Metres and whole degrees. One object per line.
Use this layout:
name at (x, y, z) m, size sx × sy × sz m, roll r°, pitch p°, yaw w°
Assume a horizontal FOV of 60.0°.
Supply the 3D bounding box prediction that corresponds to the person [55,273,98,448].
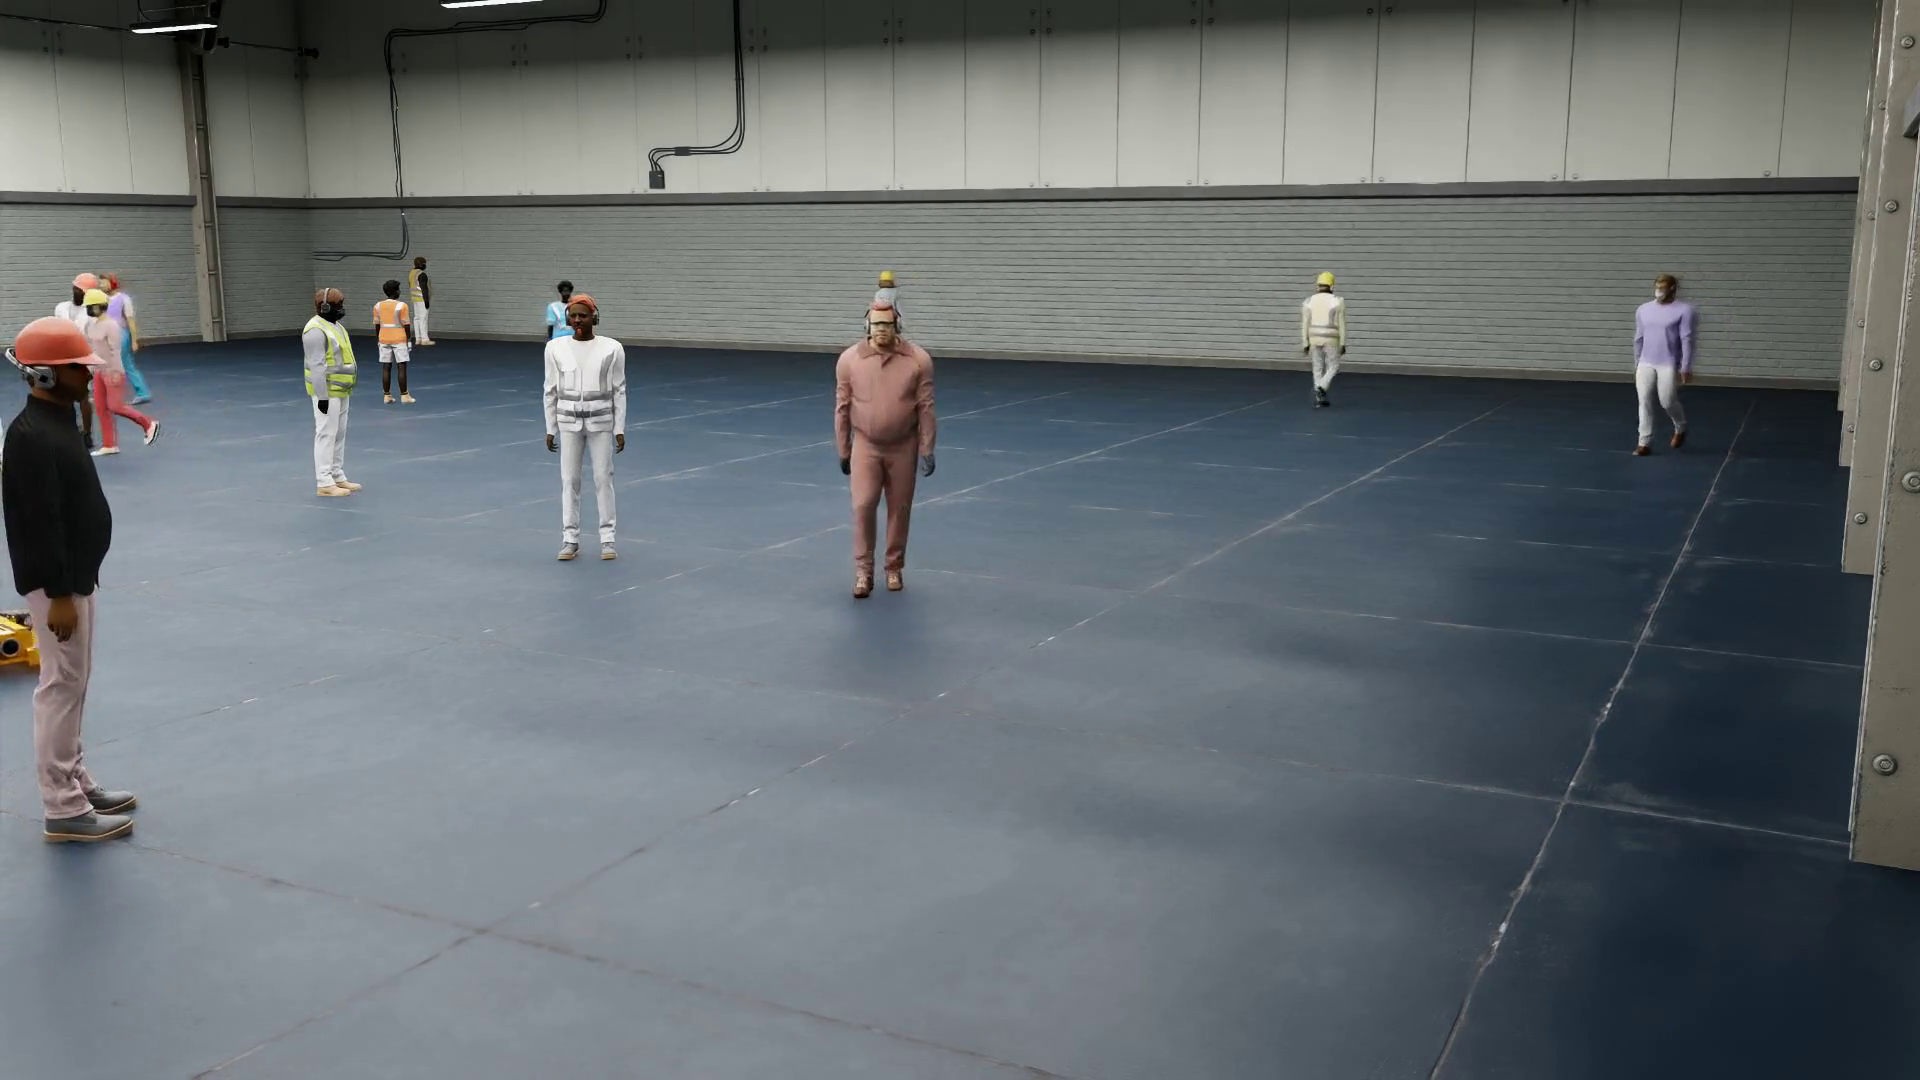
person at (-9.479, -1.908, 17.873) m, size 0.608 × 1.887 × 0.421 m, roll 1°, pitch 10°, yaw 6°

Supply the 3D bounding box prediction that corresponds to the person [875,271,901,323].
person at (-1.182, -3.634, 27.757) m, size 0.494 × 1.717 × 0.805 m, roll -8°, pitch 13°, yaw -37°

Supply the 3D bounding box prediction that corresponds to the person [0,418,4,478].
person at (-9.331, -1.450, 15.565) m, size 0.621 × 1.820 × 0.841 m, roll 9°, pitch 14°, yaw 41°

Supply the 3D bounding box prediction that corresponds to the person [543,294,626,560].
person at (-2.655, -0.792, 11.796) m, size 0.575 × 1.883 × 0.355 m, roll -1°, pitch 10°, yaw -5°

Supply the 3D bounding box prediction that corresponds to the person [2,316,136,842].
person at (-3.409, 0.147, 6.365) m, size 0.396 × 1.992 × 0.623 m, roll -4°, pitch 11°, yaw -22°

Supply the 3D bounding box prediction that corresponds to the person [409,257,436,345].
person at (-11.317, -5.024, 34.986) m, size 0.429 × 1.840 × 0.636 m, roll -9°, pitch 14°, yaw -40°

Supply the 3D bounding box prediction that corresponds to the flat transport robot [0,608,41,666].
flat transport robot at (-5.495, 0.597, 8.616) m, size 0.652 × 0.197 × 1.431 m, roll 9°, pitch 14°, yaw 41°

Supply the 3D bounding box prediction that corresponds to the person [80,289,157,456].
person at (-8.874, -1.761, 17.475) m, size 0.522 × 1.746 × 0.595 m, roll 7°, pitch 13°, yaw 34°

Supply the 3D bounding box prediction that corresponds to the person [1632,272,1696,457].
person at (7.379, -1.839, 17.420) m, size 0.779 × 1.918 × 0.633 m, roll -9°, pitch 14°, yaw -40°

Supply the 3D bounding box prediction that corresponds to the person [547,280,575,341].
person at (-5.495, -2.786, 23.227) m, size 0.537 × 1.685 × 0.567 m, roll -5°, pitch 11°, yaw -24°

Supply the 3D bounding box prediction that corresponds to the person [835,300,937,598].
person at (-0.465, -0.569, 10.589) m, size 0.648 × 1.885 × 0.727 m, roll -1°, pitch 10°, yaw -5°

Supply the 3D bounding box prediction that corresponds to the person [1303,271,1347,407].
person at (4.841, -2.657, 22.124) m, size 0.611 × 1.821 × 0.490 m, roll 8°, pitch 13°, yaw 36°

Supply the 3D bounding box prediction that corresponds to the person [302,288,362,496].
person at (-5.553, -1.302, 14.725) m, size 0.430 × 1.836 × 0.627 m, roll 0°, pitch 10°, yaw -2°

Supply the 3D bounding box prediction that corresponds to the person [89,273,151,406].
person at (-11.344, -2.668, 22.271) m, size 0.592 × 1.788 × 0.987 m, roll 6°, pitch 12°, yaw 31°

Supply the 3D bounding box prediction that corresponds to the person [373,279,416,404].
person at (-7.721, -2.698, 22.695) m, size 0.540 × 1.695 × 0.317 m, roll 2°, pitch 11°, yaw 13°
